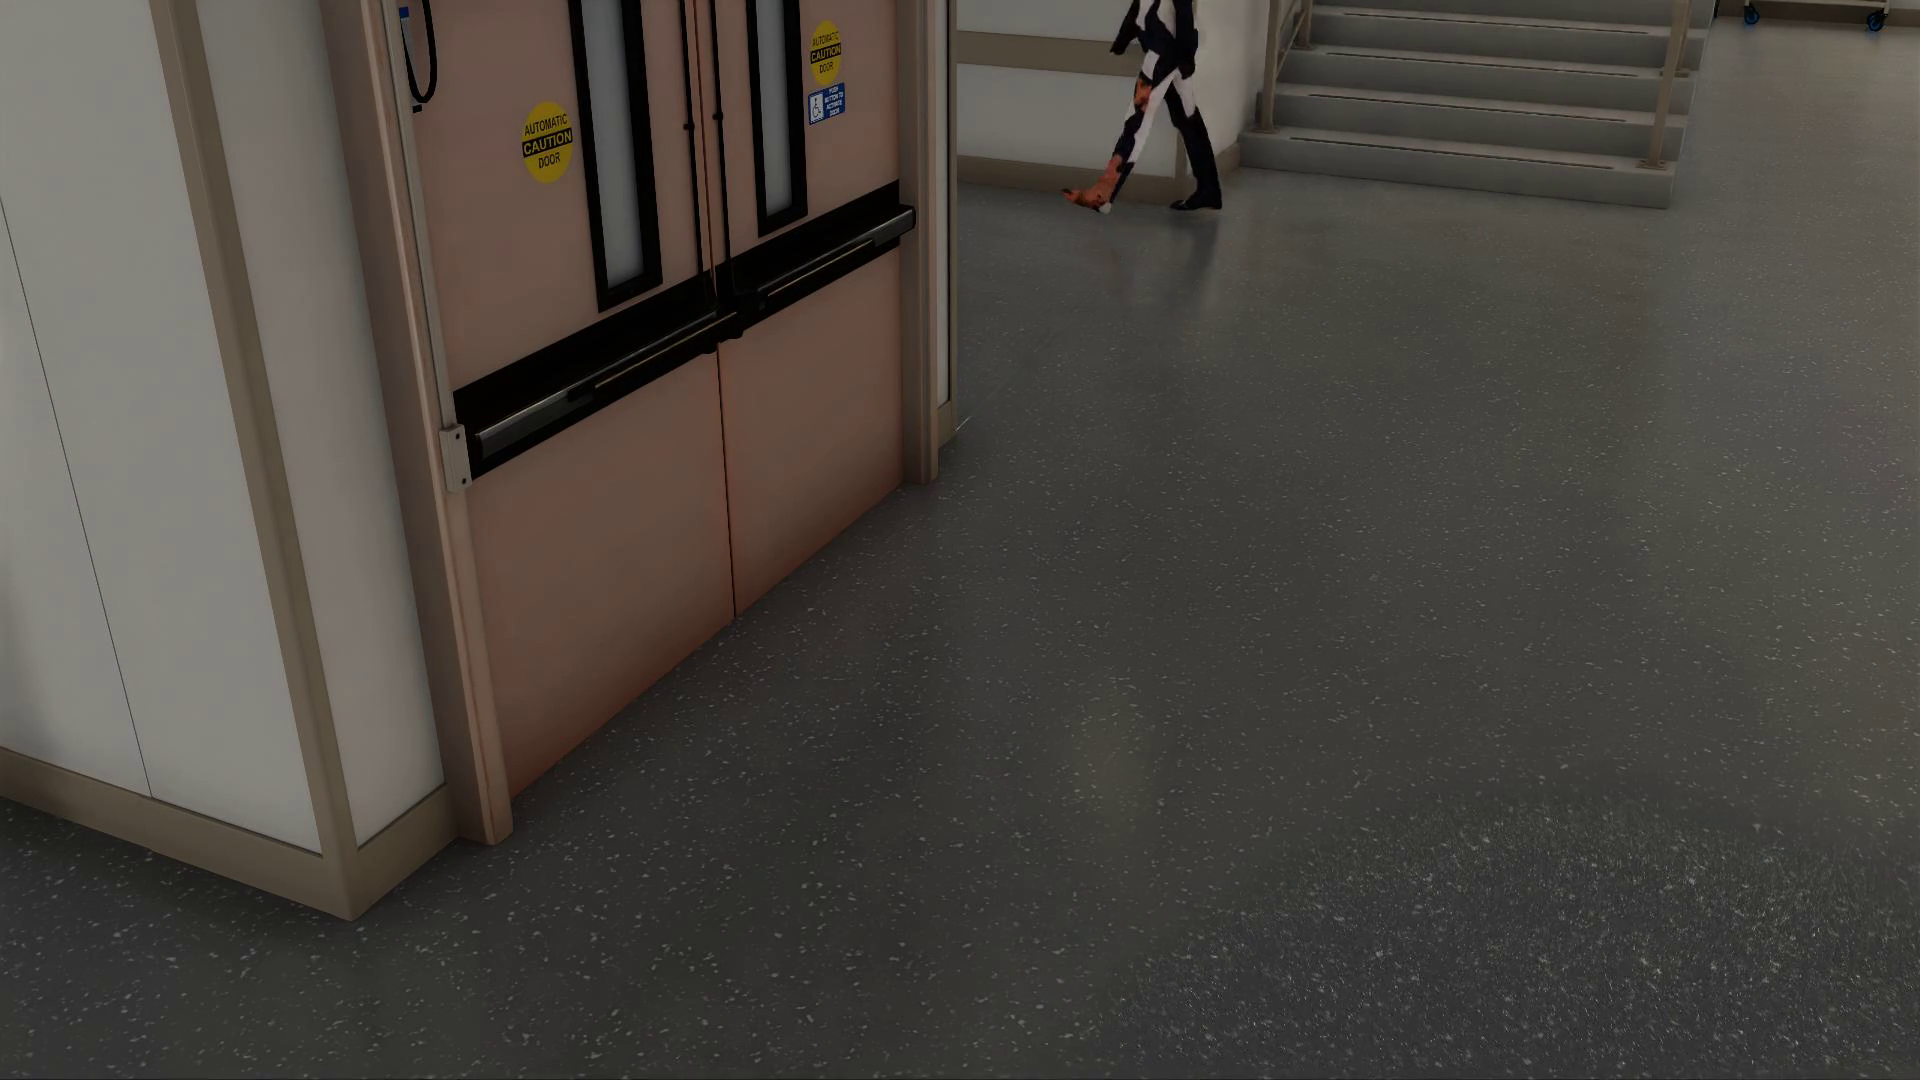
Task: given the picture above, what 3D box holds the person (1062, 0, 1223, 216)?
[{"bbox_3d":[1.228,-2.678,9.132,1.054,1.846,1.202,1,26,2],"label":"person"}]
